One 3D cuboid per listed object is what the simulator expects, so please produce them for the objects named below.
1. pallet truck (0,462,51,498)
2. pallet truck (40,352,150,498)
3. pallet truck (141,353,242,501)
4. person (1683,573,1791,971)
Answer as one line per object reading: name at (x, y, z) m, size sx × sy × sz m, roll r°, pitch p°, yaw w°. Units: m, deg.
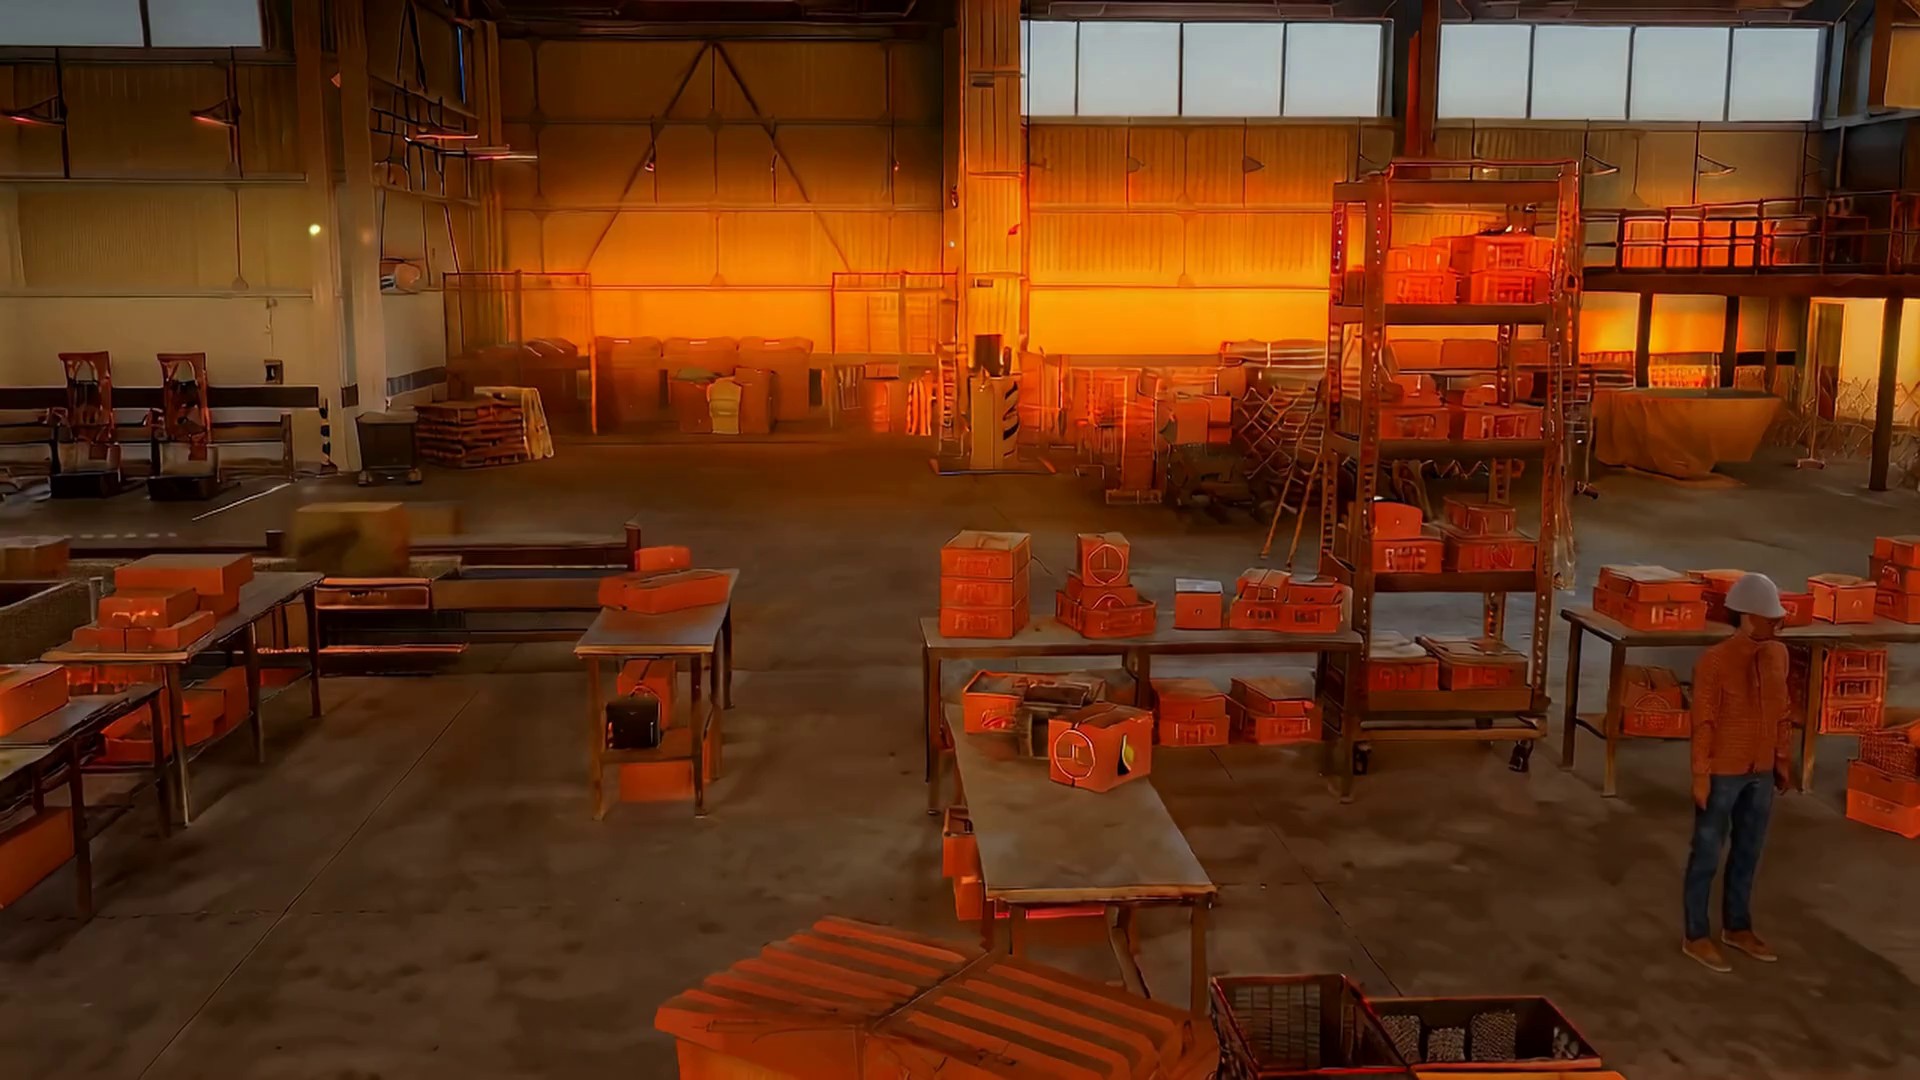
pallet truck at (-13.193, -1.293, 23.148) m, size 0.653 × 1.274 × 1.630 m, roll -1°, pitch 9°, yaw -4°
pallet truck at (-11.907, -1.642, 23.165) m, size 0.823 × 1.965 × 1.885 m, roll 0°, pitch 9°, yaw 0°
pallet truck at (-10.520, -1.604, 22.925) m, size 0.823 × 1.965 × 1.885 m, roll -1°, pitch 9°, yaw -6°
person at (3.417, 1.007, 7.286) m, size 0.527 × 1.761 × 0.329 m, roll -4°, pitch 10°, yaw -21°
